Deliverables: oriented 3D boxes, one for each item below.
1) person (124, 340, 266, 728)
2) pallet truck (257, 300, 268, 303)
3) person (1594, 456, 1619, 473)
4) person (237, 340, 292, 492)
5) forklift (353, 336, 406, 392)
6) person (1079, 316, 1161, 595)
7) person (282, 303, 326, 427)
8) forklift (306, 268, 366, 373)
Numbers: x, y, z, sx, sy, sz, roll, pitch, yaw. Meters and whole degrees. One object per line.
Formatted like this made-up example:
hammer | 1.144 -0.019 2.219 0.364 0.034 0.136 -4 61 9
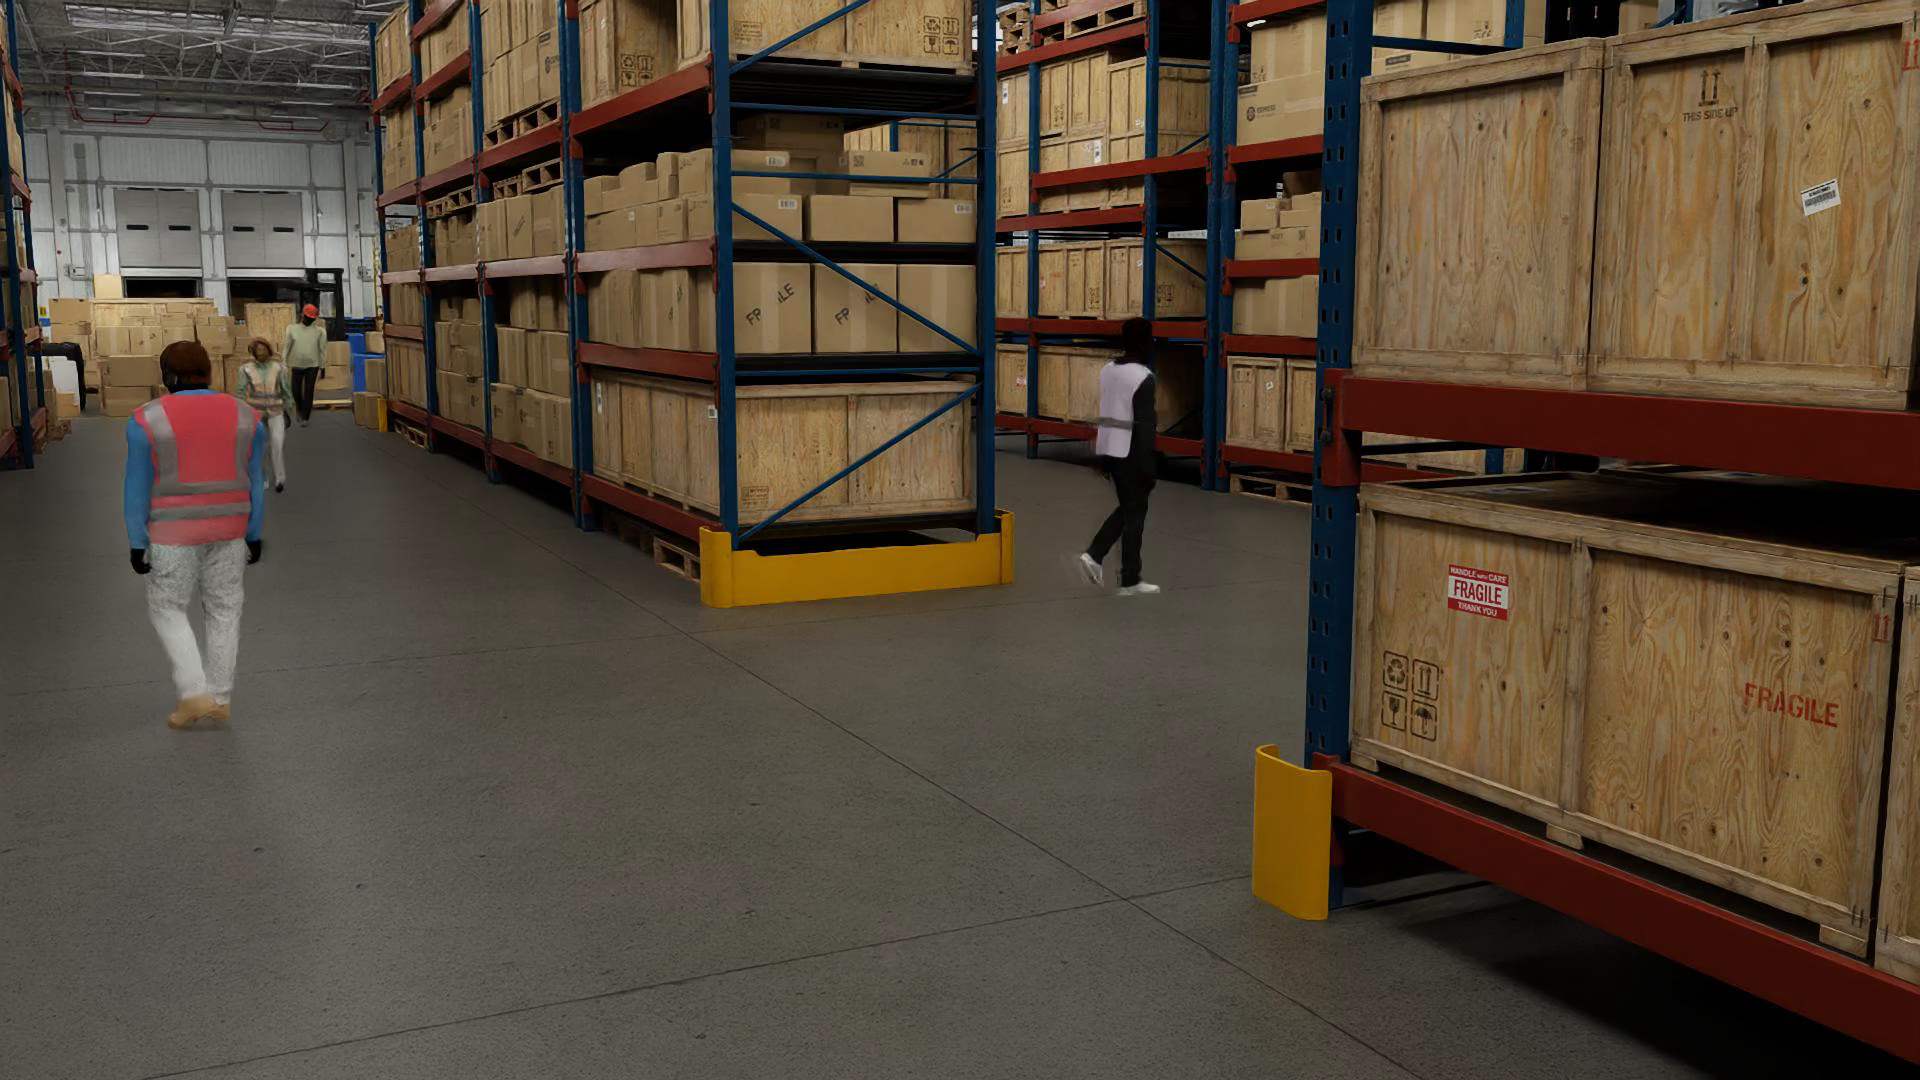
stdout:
person | -3.594 -0.021 7.845 0.636 1.830 0.452 -7 11 -42
pallet truck | -23.913 -7.404 58.171 1.885 1.965 0.823 -1 8 -9
person | 4.730 -0.558 12.279 0.484 1.604 0.515 2 8 13
person | -7.249 -1.285 17.365 0.522 1.592 0.877 -3 9 -23
forklift | -9.386 -3.559 28.633 1.129 2.768 1.873 7 11 38
person | 1.120 -0.558 11.271 0.487 1.906 0.620 -4 9 -26
person | -10.379 -2.765 26.334 0.691 1.949 0.636 -3 9 -18
forklift | -16.494 -5.699 43.384 1.129 2.768 1.873 2 9 15
